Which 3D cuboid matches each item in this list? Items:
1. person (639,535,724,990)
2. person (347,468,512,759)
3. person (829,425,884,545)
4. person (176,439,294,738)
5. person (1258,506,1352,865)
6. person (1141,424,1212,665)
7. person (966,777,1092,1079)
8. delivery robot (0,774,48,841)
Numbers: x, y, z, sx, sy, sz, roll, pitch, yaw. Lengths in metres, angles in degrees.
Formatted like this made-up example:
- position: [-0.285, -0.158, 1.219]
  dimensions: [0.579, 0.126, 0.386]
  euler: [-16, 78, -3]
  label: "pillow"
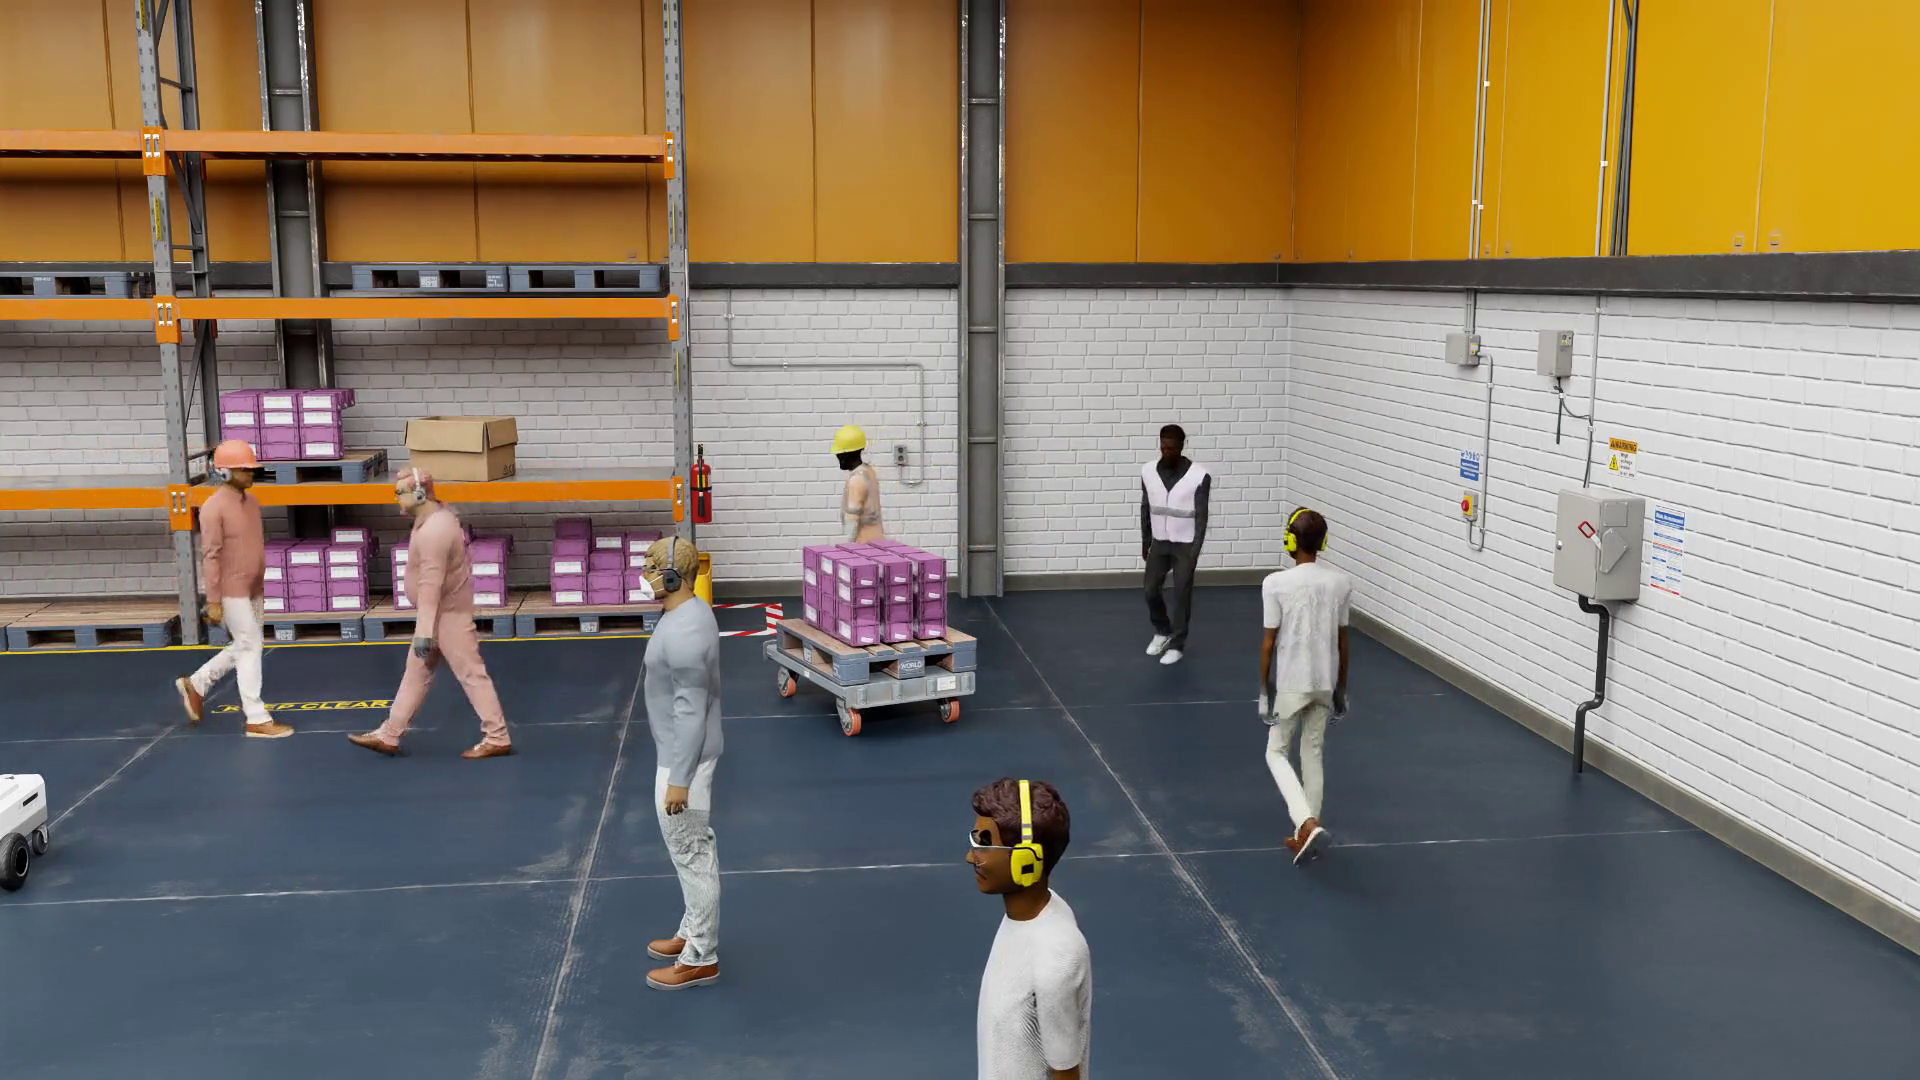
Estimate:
- position: [-1.187, 0.935, 7.097]
  dimensions: [0.359, 1.938, 0.635]
  euler: [-1, 9, -8]
  label: "person"
- position: [-3.287, 0.479, 10.229]
  dimensions: [1.044, 1.844, 0.671]
  euler: [-3, 10, -18]
  label: "person"
- position: [-0.752, 0.033, 12.971]
  dimensions: [0.977, 1.870, 0.628]
  euler: [0, 9, 2]
  label: "person"
- position: [-4.807, 0.318, 10.885]
  dimensions: [0.786, 1.974, 0.611]
  euler: [1, 9, 5]
  label: "person"
- position: [1.782, 0.766, 8.457]
  dimensions: [0.512, 1.854, 0.539]
  euler: [-2, 9, -14]
  label: "person"
- position: [1.653, 0.037, 12.859]
  dimensions: [0.604, 1.889, 0.499]
  euler: [5, 10, 29]
  label: "person"
- position: [0.145, 1.472, 3.967]
  dimensions: [0.315, 1.870, 0.532]
  euler: [-1, 9, -8]
  label: "person"
- position: [-4.899, 1.377, 8.361]
  dimensions: [0.477, 0.478, 0.707]
  euler: [-1, 9, -7]
  label: "delivery robot"
